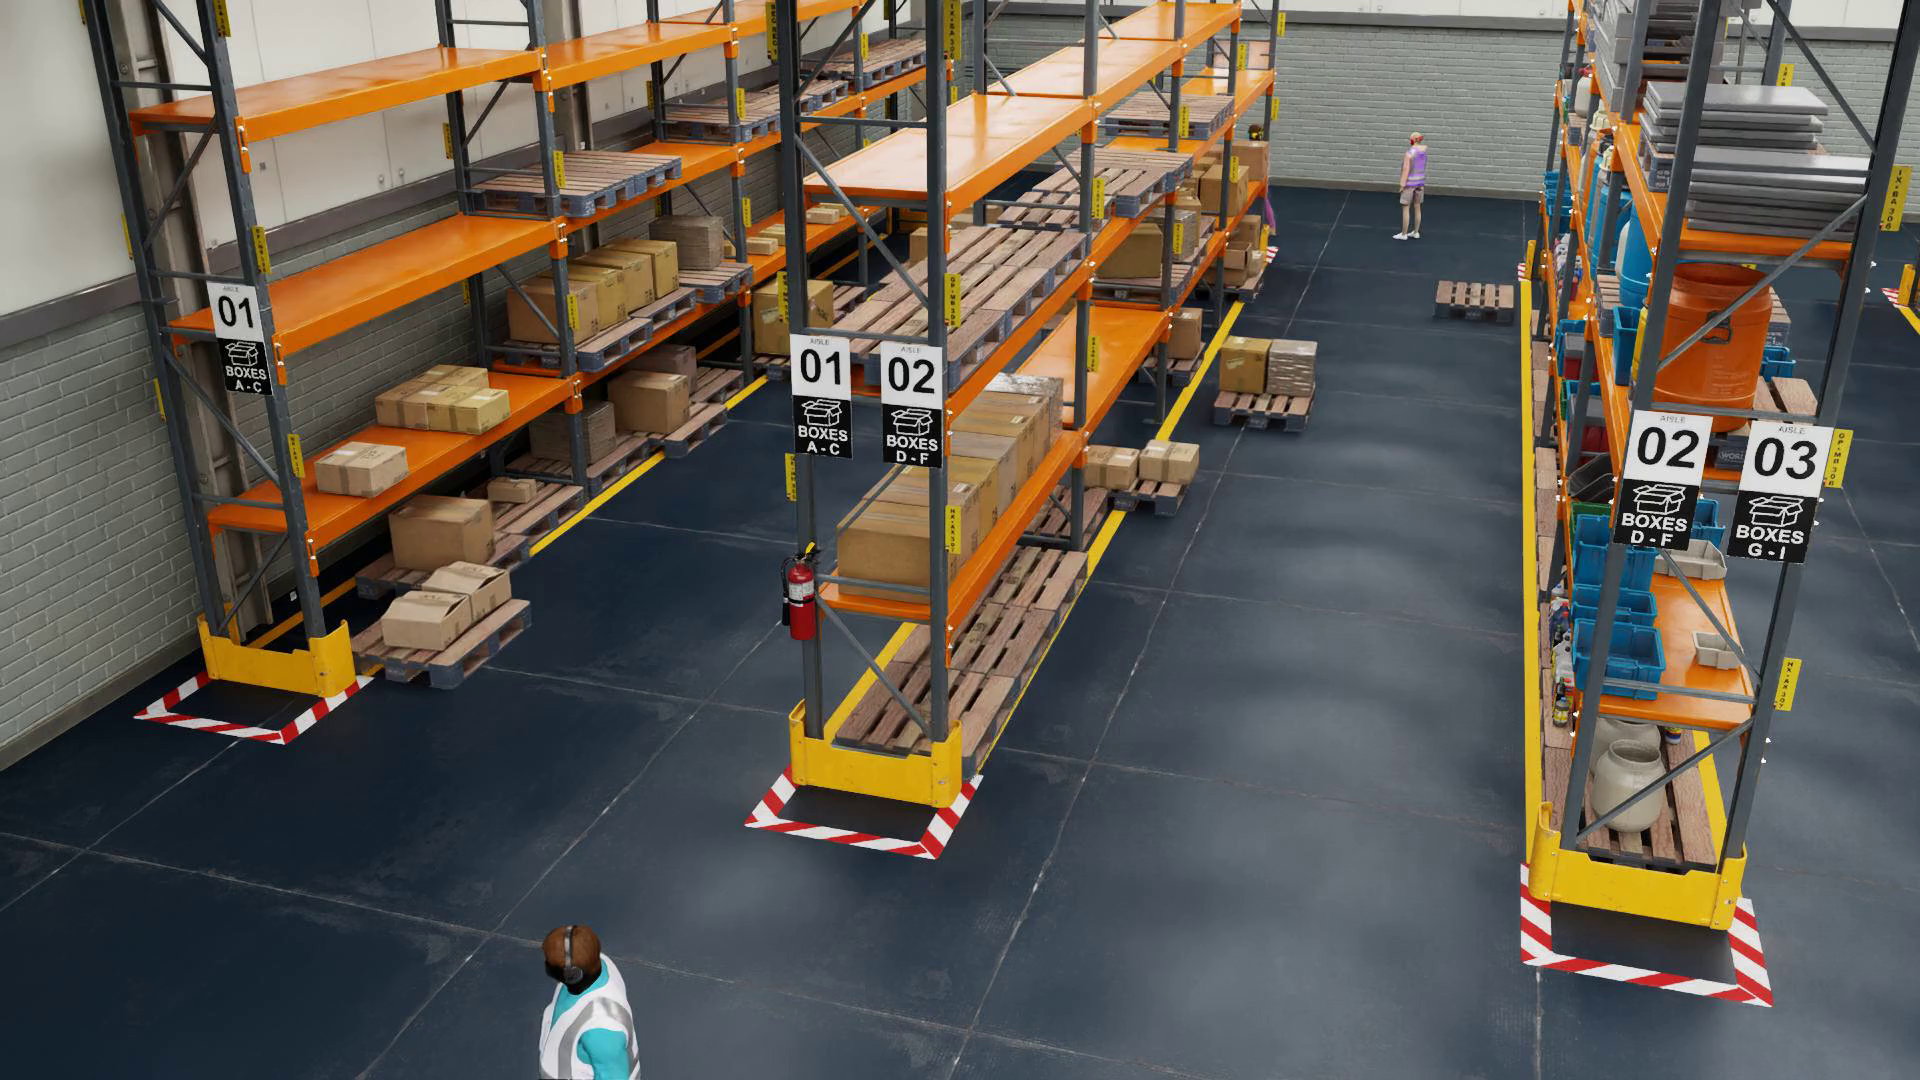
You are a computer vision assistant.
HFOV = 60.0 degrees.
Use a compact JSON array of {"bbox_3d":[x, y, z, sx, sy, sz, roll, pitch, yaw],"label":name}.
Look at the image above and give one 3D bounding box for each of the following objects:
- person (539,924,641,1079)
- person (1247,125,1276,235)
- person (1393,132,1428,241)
[{"bbox_3d":[-1.636,2.489,7.418,0.429,1.840,0.629,-8,25,-19],"label":"person"},{"bbox_3d":[4.672,-5.781,26.719,0.992,1.736,0.486,3,24,7],"label":"person"},{"bbox_3d":[7.175,-5.609,26.391,0.490,1.688,0.351,-14,27,-29],"label":"person"}]
